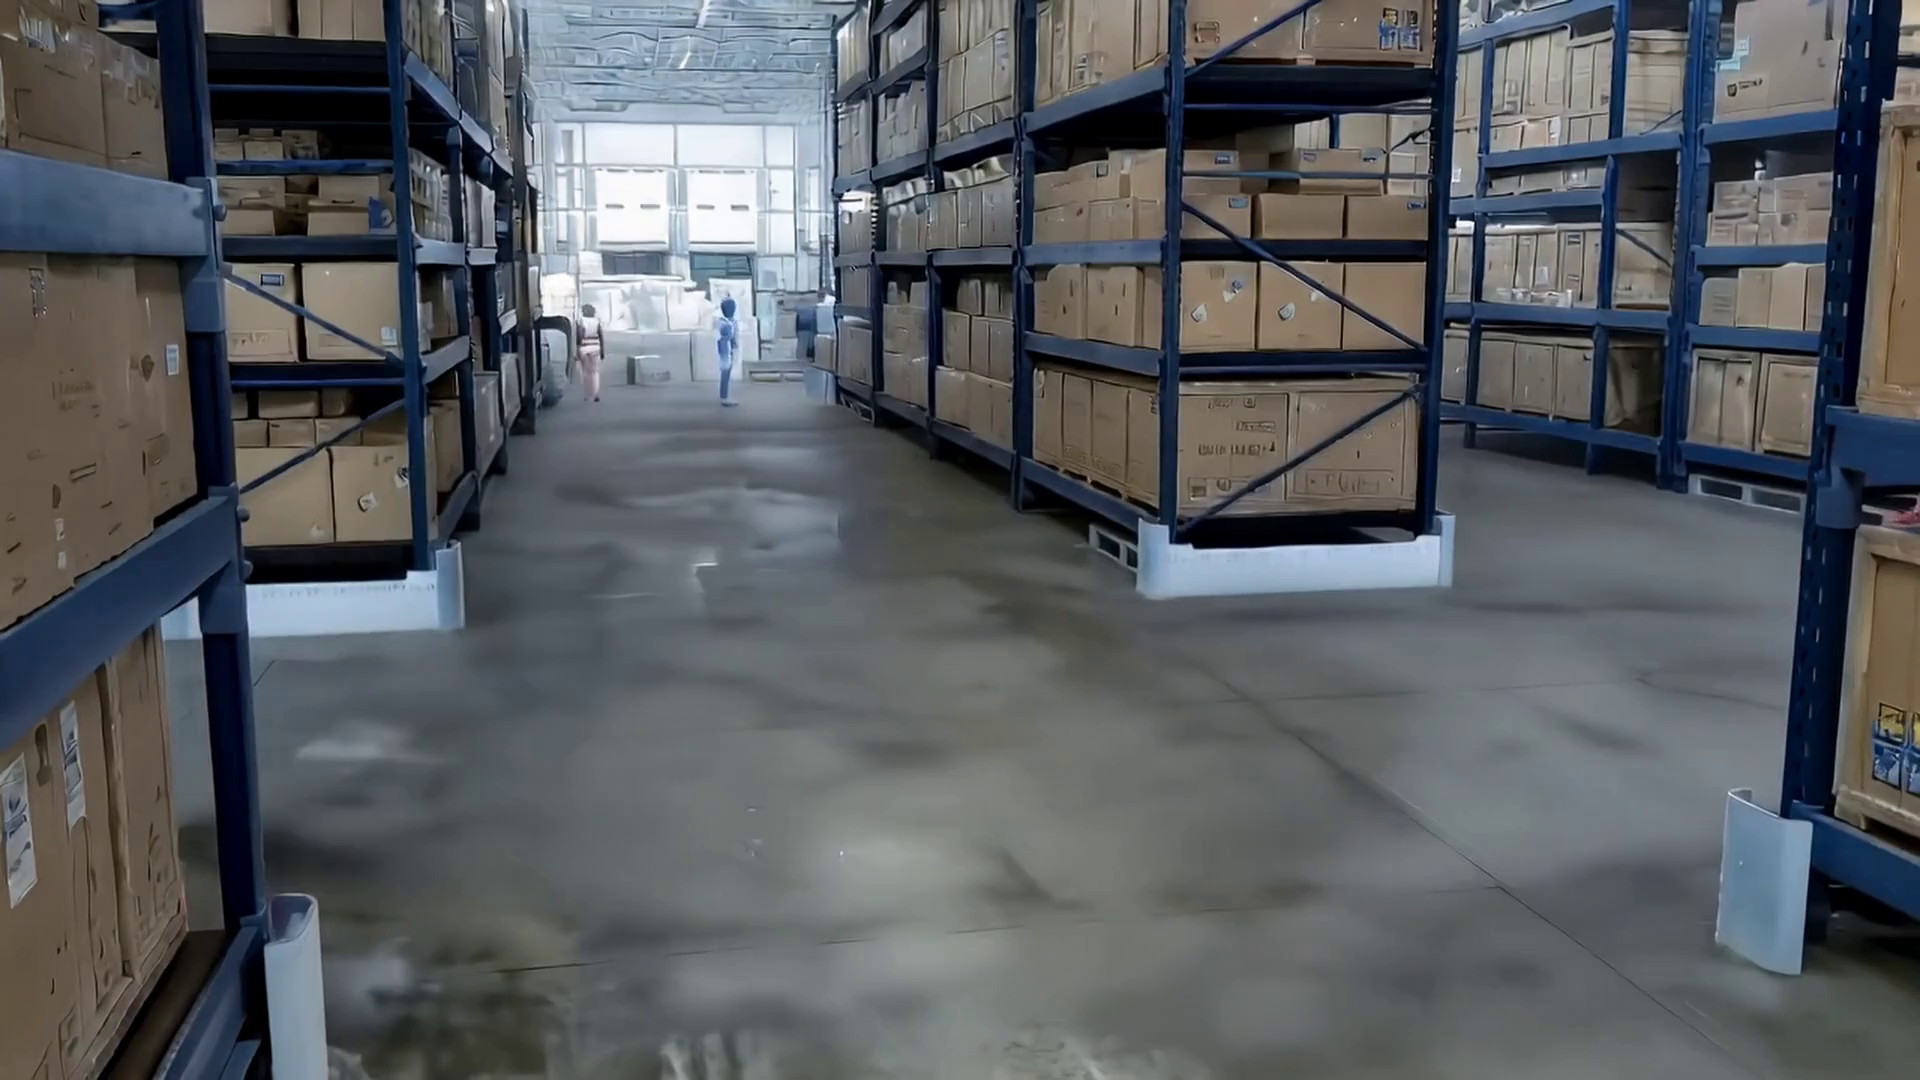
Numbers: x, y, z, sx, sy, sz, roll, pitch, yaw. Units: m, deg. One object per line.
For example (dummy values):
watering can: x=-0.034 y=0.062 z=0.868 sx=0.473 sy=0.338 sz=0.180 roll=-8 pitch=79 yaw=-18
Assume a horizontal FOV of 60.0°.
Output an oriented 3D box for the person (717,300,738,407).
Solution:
person: x=-3.715 y=-2.970 z=26.539 sx=0.320 sy=1.693 sz=0.531 roll=-2 pitch=10 yaw=-11

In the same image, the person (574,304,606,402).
person: x=-6.161 y=-3.117 z=27.691 sx=0.526 sy=1.605 sz=0.793 roll=-3 pitch=10 yaw=-20

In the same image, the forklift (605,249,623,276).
forklift: x=-11.407 y=-8.233 z=55.004 sx=1.873 sy=2.768 sz=1.129 roll=-5 pitch=11 yaw=-29

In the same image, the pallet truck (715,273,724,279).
pallet truck: x=-8.580 y=-8.986 z=62.280 sx=1.885 sy=1.965 sz=0.823 roll=1 pitch=9 yaw=5

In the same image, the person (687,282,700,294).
person: x=-5.858 y=-4.749 z=36.776 sx=0.907 sy=1.886 sz=0.552 roll=-3 pitch=10 yaw=-16

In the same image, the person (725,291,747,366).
person: x=-5.089 y=-4.746 z=37.407 sx=0.674 sy=1.673 sz=0.545 roll=-4 pitch=10 yaw=-24
